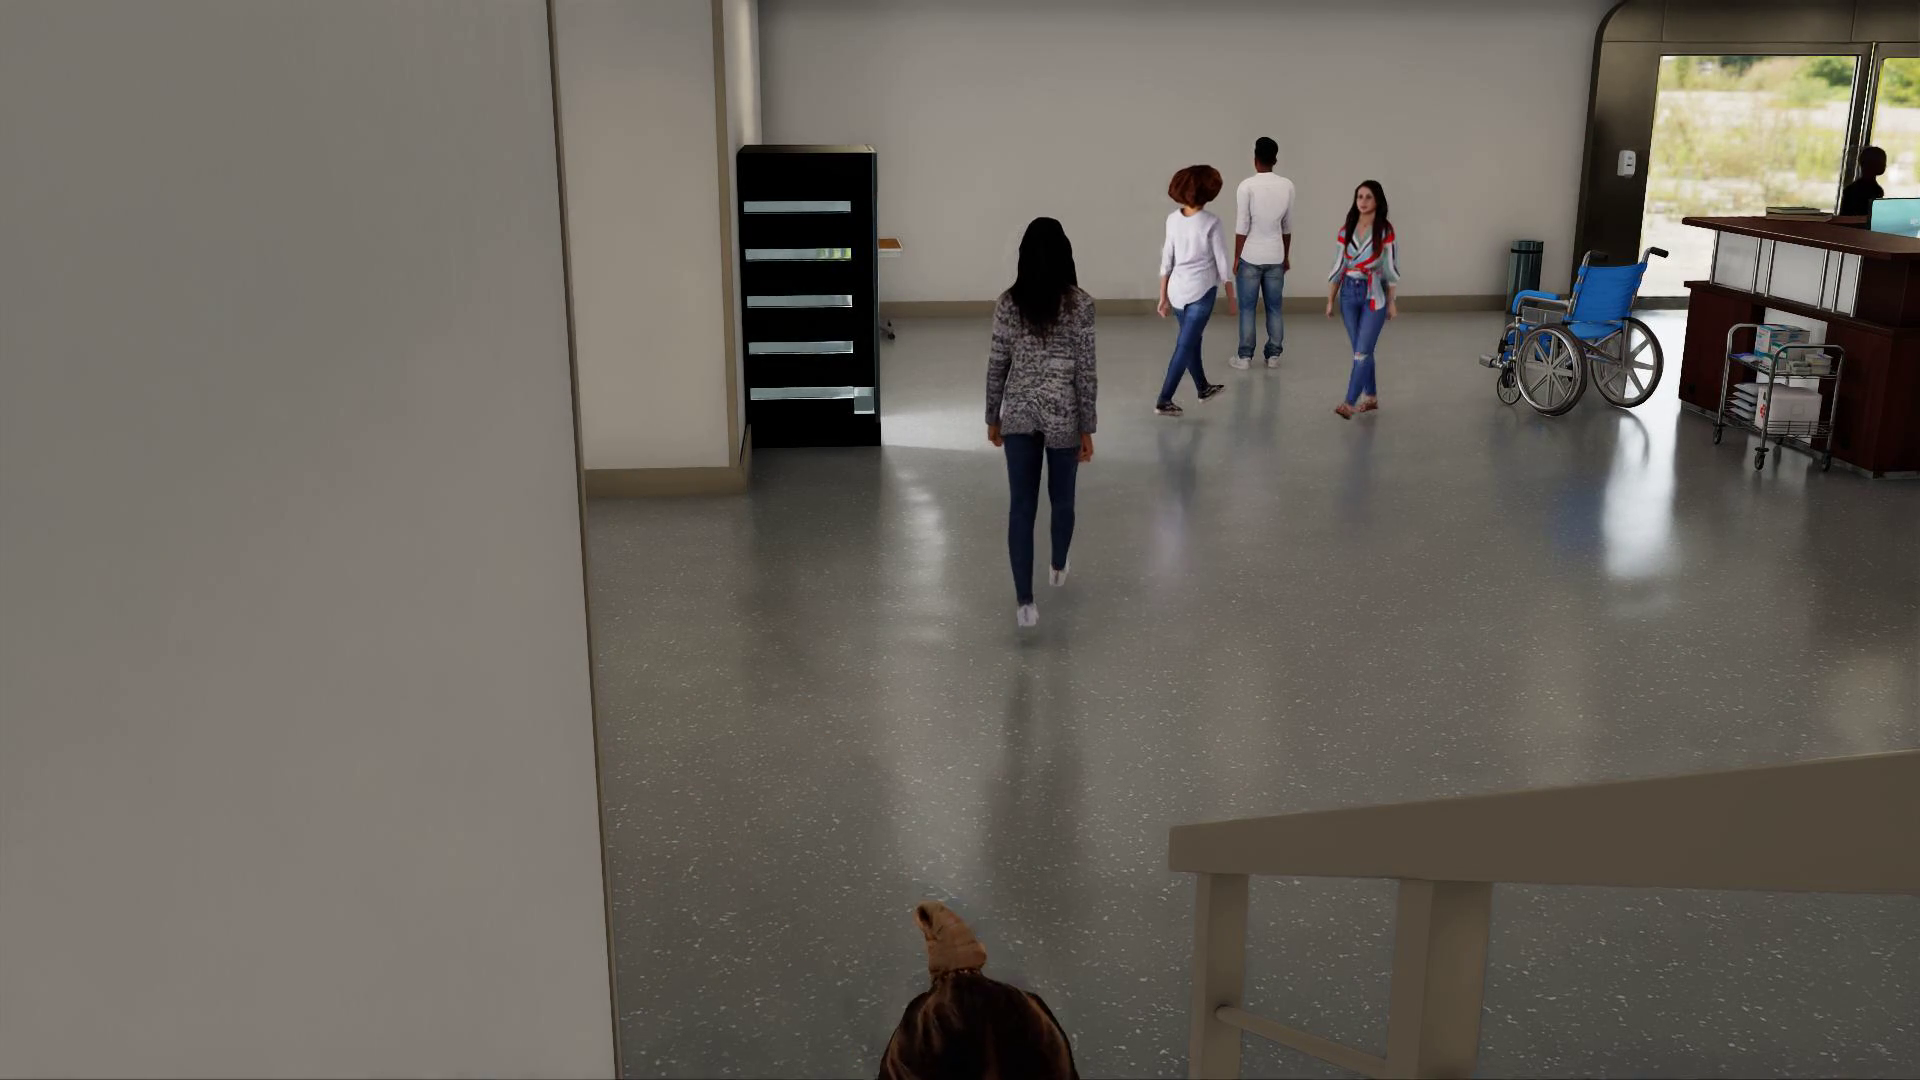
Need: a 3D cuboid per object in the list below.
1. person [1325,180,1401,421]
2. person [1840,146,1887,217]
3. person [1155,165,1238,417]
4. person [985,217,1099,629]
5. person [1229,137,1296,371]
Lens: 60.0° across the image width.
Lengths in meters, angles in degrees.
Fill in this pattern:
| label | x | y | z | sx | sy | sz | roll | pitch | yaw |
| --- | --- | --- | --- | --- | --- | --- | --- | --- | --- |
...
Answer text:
| label | x | y | z | sx | sy | sz | roll | pitch | yaw |
| --- | --- | --- | --- | --- | --- | --- | --- | --- | --- |
| person | 2.789 | -1.619 | 11.319 | 1.000 | 1.582 | 1.056 | 13 | 20 | 38 |
| person | 6.828 | -2.143 | 12.879 | 0.748 | 1.745 | 0.883 | 0 | 16 | 0 |
| person | 1.523 | -1.650 | 11.272 | 1.175 | 1.668 | 1.172 | -15 | 21 | -42 |
| person | 0.331 | -0.448 | 6.985 | 0.835 | 1.681 | 1.239 | 2 | 16 | 8 |
| person | 2.398 | -2.283 | 13.247 | 0.665 | 1.814 | 0.600 | -3 | 16 | -12 |
